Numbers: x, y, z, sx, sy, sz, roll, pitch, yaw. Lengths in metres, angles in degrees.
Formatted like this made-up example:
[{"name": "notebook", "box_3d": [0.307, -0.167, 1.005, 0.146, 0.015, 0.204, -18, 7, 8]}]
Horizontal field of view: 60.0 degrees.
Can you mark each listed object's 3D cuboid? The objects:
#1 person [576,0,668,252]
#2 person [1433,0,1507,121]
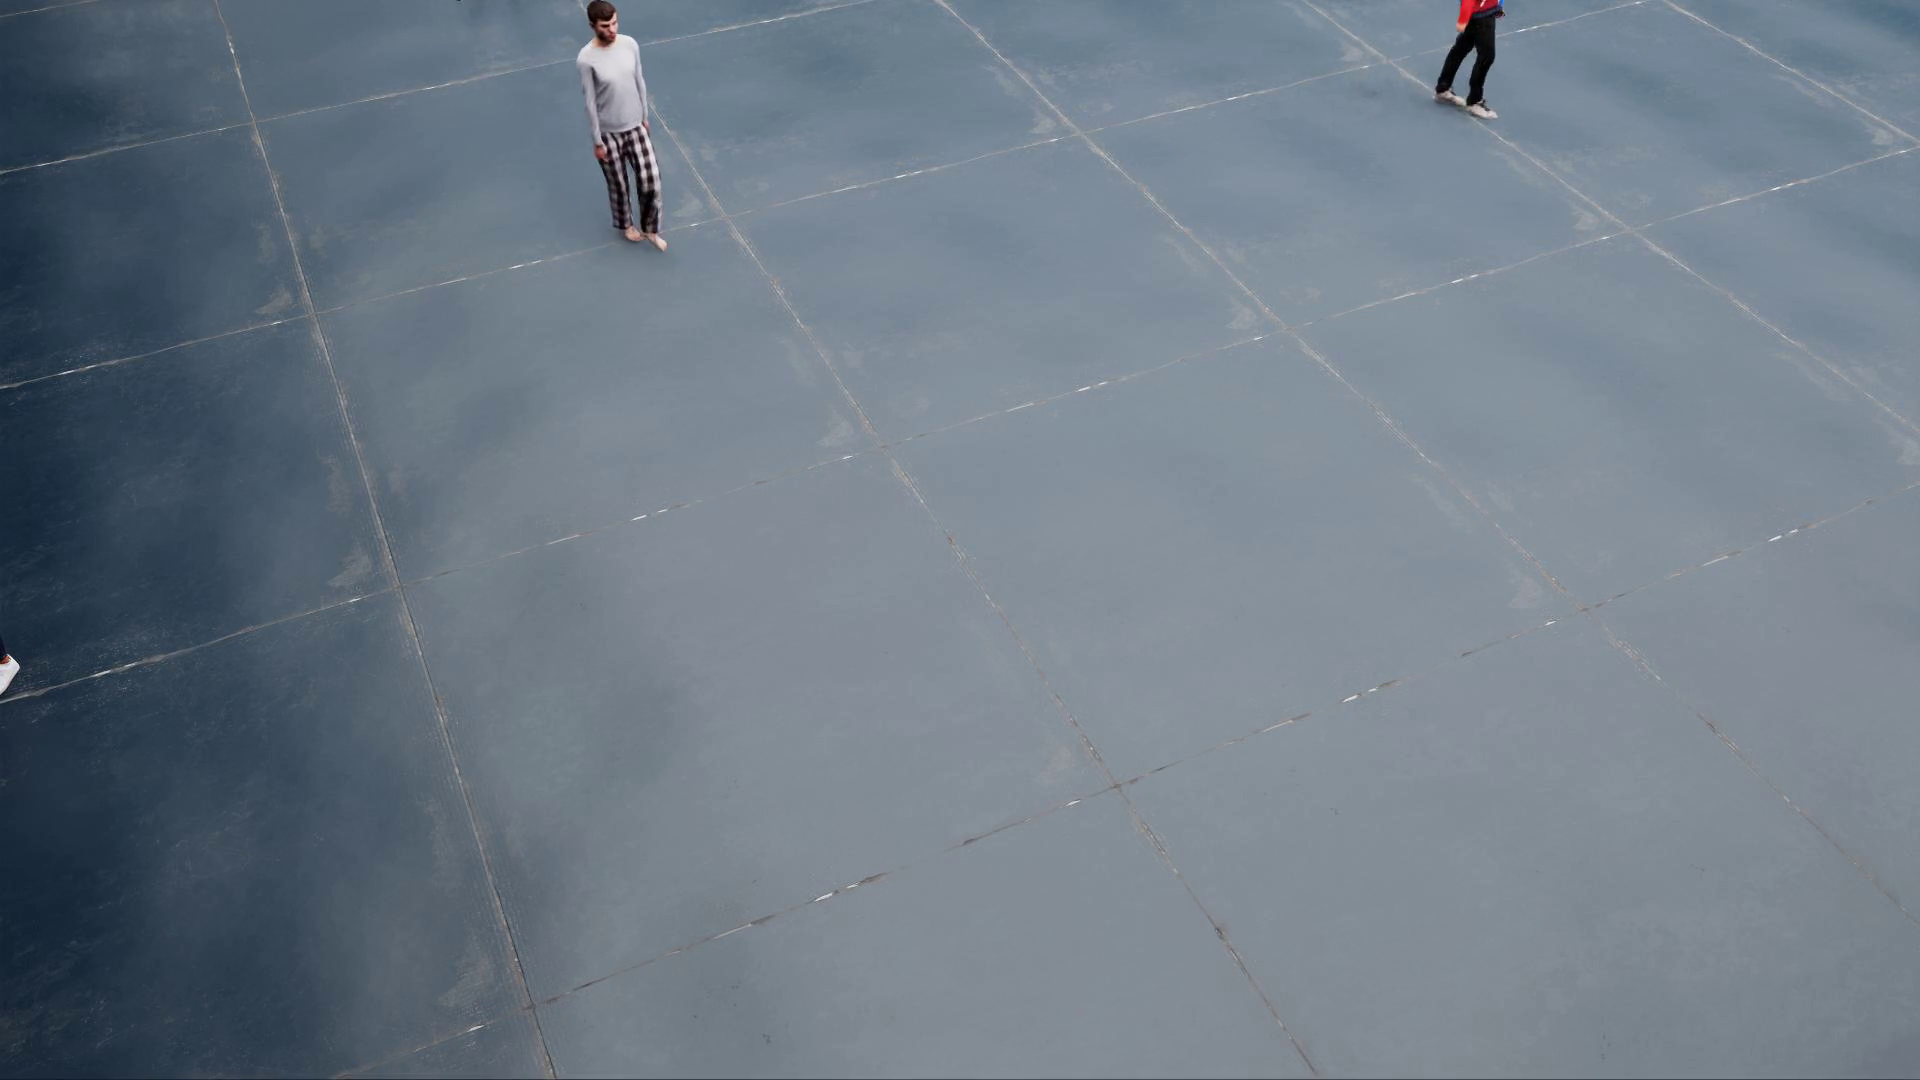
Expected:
[{"name": "person", "box_3d": [-2.420, -2.917, 11.604, 0.708, 1.833, 0.799, -24, 47, -24]}, {"name": "person", "box_3d": [4.023, -4.238, 13.128, 0.967, 1.740, 0.884, 22, 47, 23]}]
